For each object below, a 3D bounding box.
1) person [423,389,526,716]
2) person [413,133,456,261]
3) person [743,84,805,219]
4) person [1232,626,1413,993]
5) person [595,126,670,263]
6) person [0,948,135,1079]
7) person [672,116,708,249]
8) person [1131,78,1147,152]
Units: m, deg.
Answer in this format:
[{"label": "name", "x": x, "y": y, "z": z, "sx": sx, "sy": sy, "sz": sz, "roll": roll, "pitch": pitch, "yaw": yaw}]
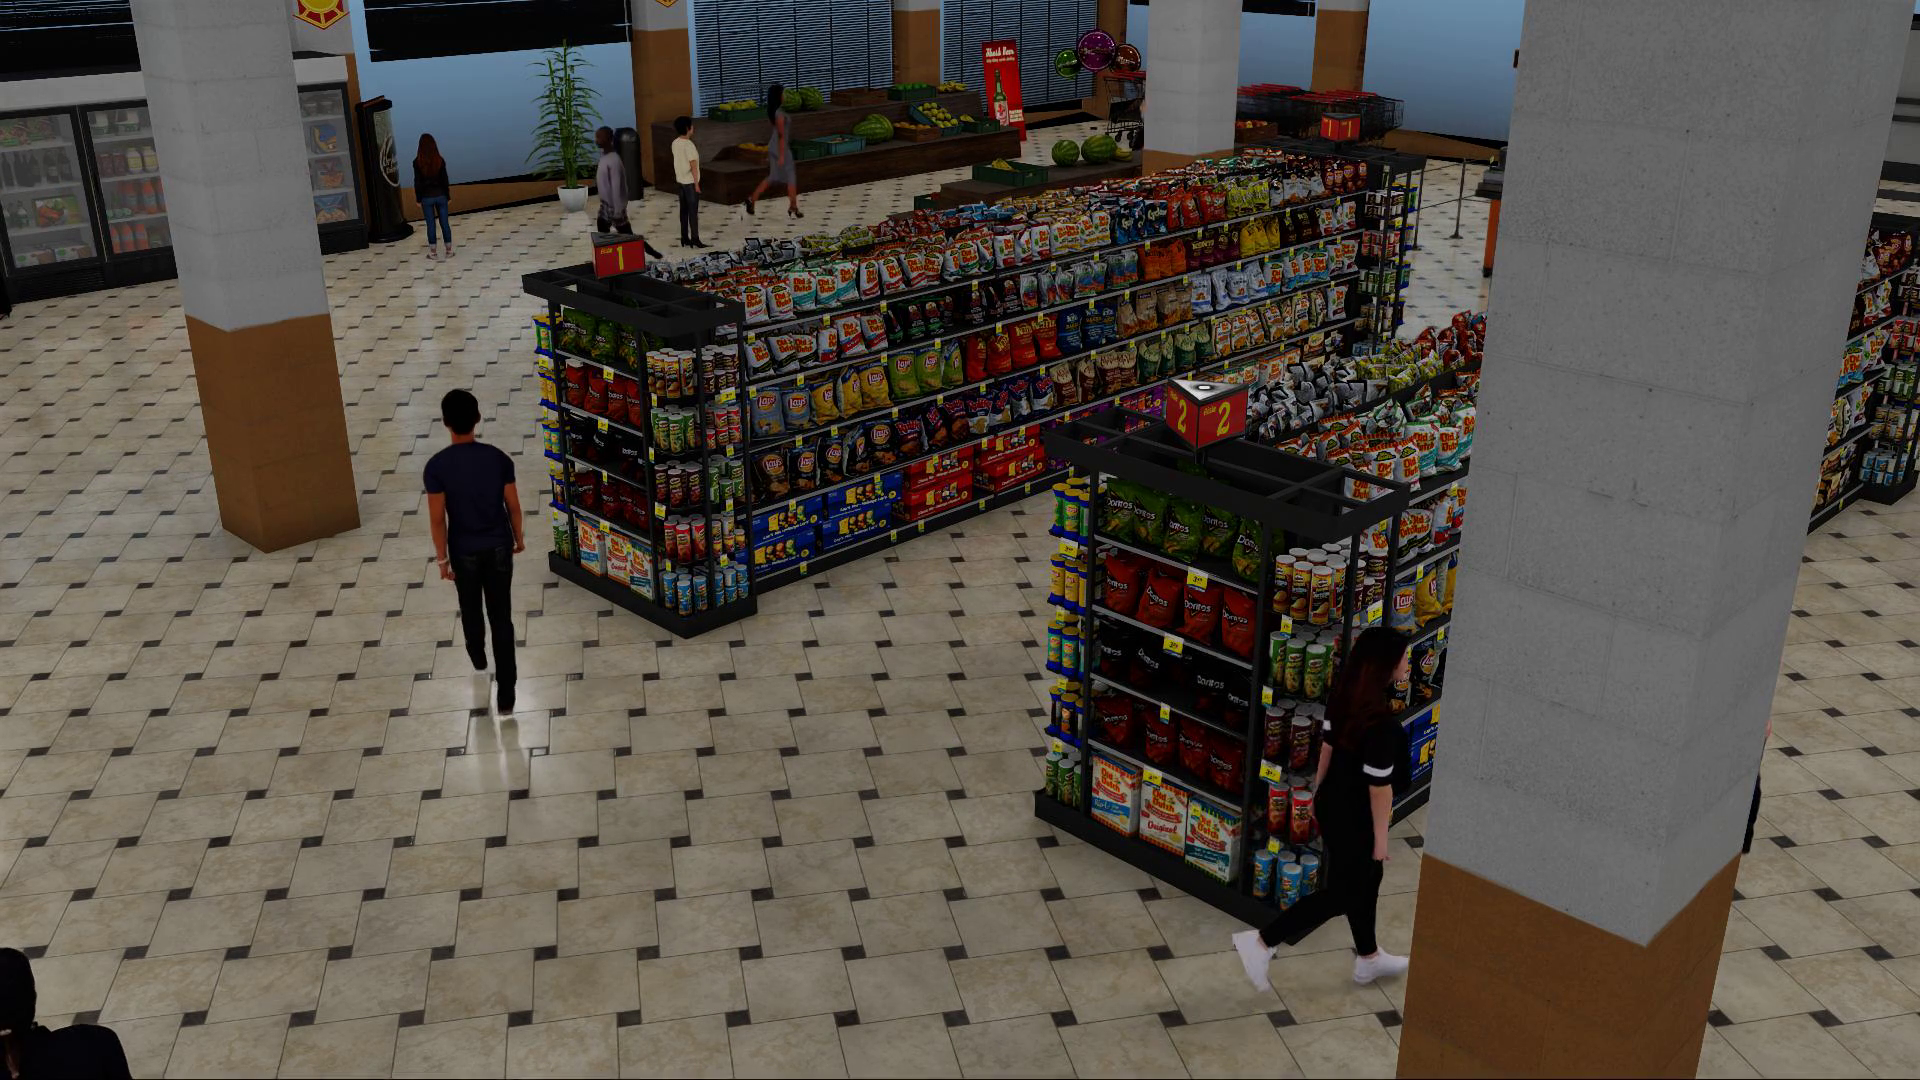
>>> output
[{"label": "person", "x": -2.574, "y": 0.106, "z": 9.002, "sx": 1.201, "sy": 1.740, "sz": 1.040, "roll": -8, "pitch": 23, "yaw": -20}, {"label": "person", "x": -6.266, "y": -4.093, "z": 19.796, "sx": 0.533, "sy": 1.483, "sz": 0.672, "roll": -12, "pitch": 25, "yaw": -27}, {"label": "person", "x": -2.469, "y": -5.050, "z": 21.819, "sx": 1.133, "sy": 1.751, "sz": 0.787, "roll": -12, "pitch": 25, "yaw": -28}, {"label": "person", "x": 1.497, "y": 1.119, "z": 6.653, "sx": 1.125, "sy": 1.613, "sz": 0.965, "roll": -4, "pitch": 22, "yaw": -10}, {"label": "person", "x": -3.715, "y": -3.667, "z": 18.400, "sx": 1.235, "sy": 1.735, "sz": 0.802, "roll": -14, "pitch": 26, "yaw": -32}, {"label": "person", "x": -2.530, "y": 1.895, "z": 4.642, "sx": 0.550, "sy": 1.671, "sz": 0.754, "roll": -19, "pitch": 29, "yaw": -39}, {"label": "person", "x": -3.335, "y": -4.386, "z": 20.384, "sx": 0.480, "sy": 1.589, "sz": 0.600, "roll": -19, "pitch": 28, "yaw": -38}, {"label": "person", "x": 2.826, "y": -5.844, "z": 24.013, "sx": 1.150, "sy": 1.589, "sz": 0.885, "roll": -7, "pitch": 23, "yaw": -18}]
